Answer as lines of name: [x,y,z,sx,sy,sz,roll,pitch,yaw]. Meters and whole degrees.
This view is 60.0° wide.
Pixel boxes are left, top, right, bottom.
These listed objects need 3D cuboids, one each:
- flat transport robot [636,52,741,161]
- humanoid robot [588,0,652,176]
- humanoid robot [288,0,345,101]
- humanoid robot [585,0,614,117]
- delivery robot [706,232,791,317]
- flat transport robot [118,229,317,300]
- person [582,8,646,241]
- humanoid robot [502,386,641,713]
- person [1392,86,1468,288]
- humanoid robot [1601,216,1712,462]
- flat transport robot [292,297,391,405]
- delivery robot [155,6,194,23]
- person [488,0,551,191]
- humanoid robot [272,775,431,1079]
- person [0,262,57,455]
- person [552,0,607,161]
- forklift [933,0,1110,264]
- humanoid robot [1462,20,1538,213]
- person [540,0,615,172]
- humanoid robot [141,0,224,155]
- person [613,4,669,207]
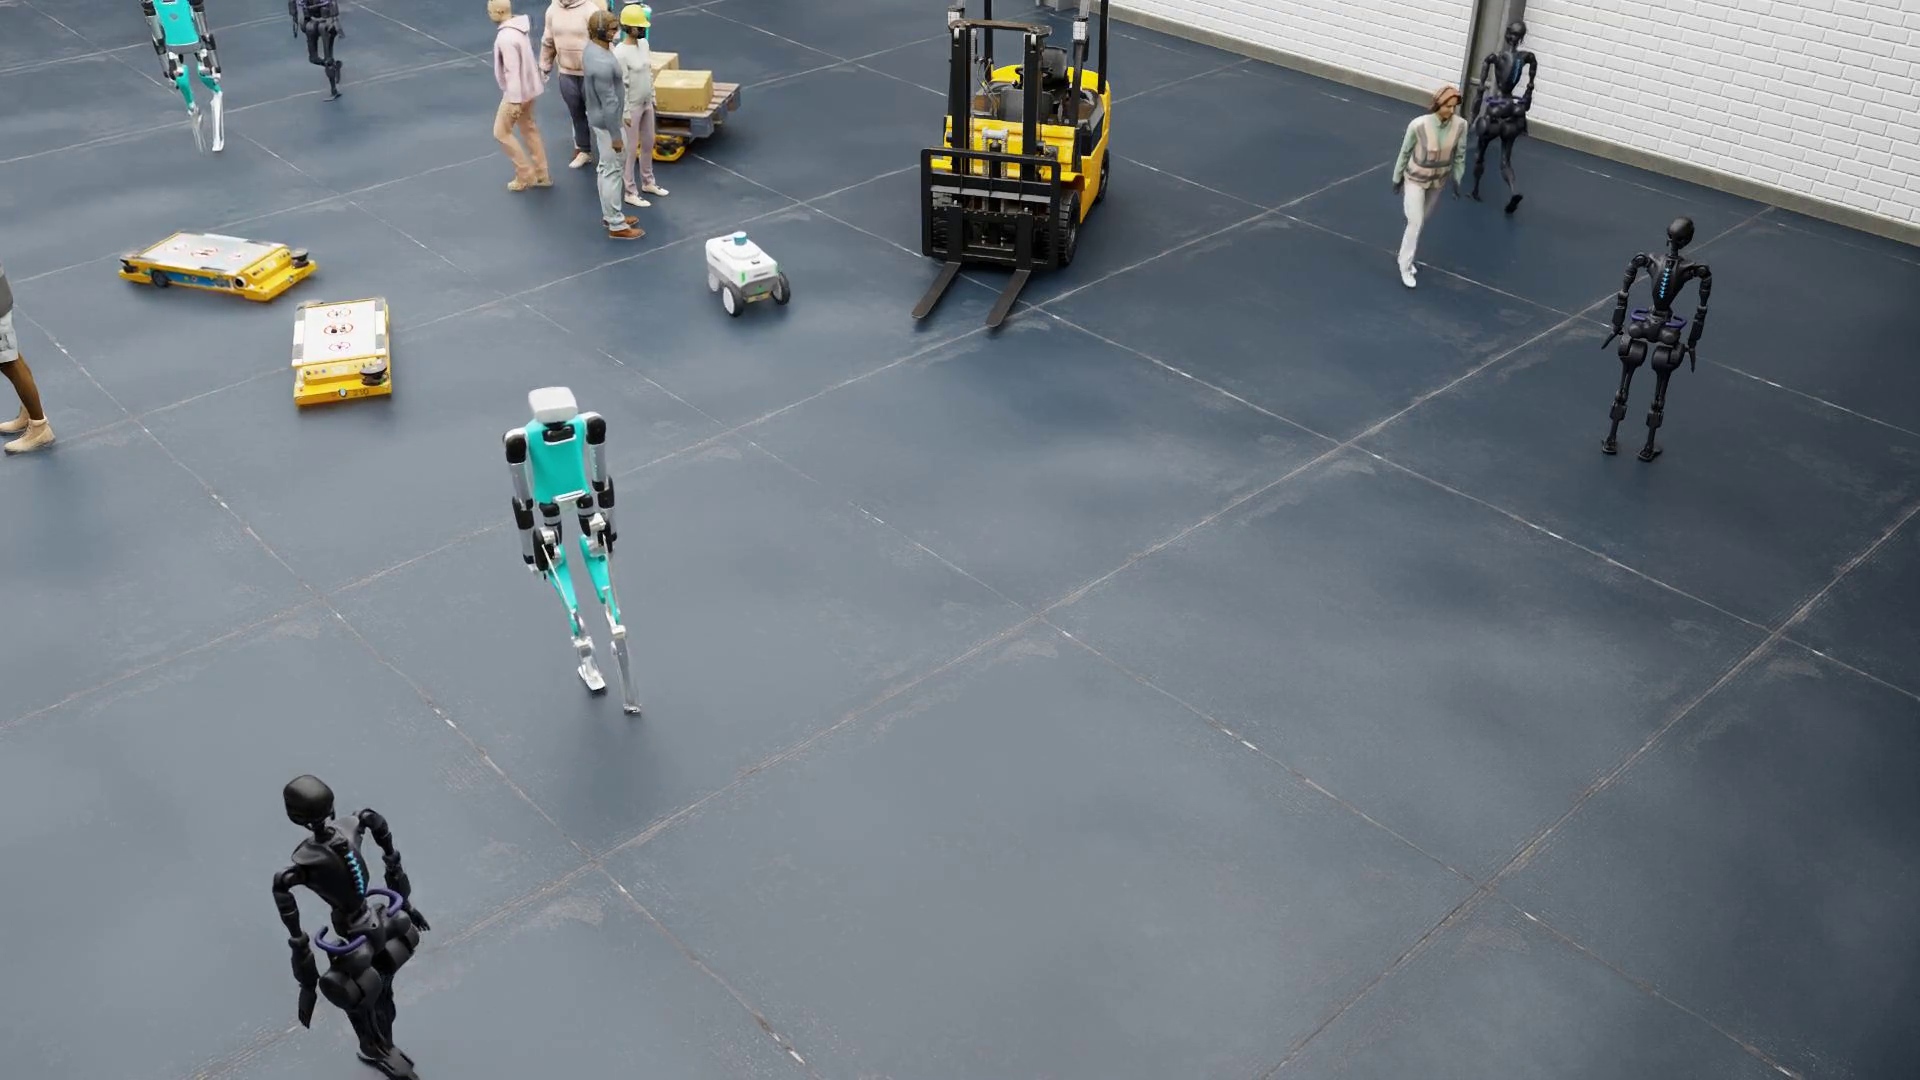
flat transport robot: [-2.884,-4.082,16.447,0.659,0.231,1.431,7,34,11]
humanoid robot: [-3.149,-4.102,15.194,0.799,1.844,0.539,-8,34,-12]
humanoid robot: [-6.609,-5.437,17.252,0.603,1.643,0.555,9,34,13]
humanoid robot: [-3.732,-5.022,16.532,0.752,1.749,0.536,-12,35,-18]
delivery robot: [-1.714,-2.129,13.200,0.499,0.612,0.796,-19,38,-26]
flat transport robot: [-6.095,-2.255,13.638,1.431,0.231,0.659,10,34,15]
person: [-2.949,-3.495,14.015,0.354,1.937,0.634,-10,34,-15]
humanoid robot: [-1.950,0.161,8.684,0.542,1.899,0.750,-18,37,-26]
person: [3.748,-2.827,13.284,0.521,1.607,0.658,-9,34,-13]
humanoid robot: [4.541,-1.327,10.908,0.599,1.657,0.315,17,37,25]
flat transport robot: [-4.597,-1.438,12.384,0.659,0.231,1.431,-9,34,-14]
delivery robot: [-9.327,-6.262,19.536,0.499,0.595,0.783,-10,34,-15]
person: [-4.010,-4.002,14.949,0.538,1.761,0.574,0,33,0]
humanoid robot: [-2.263,1.597,6.456,0.695,1.633,0.616,16,36,23]
person: [-6.414,-1.538,10.913,0.370,2.042,0.613,-18,37,-26]
person: [-3.531,-4.516,15.644,0.550,1.877,0.412,-1,33,-2]
forklift: [0.570,-3.725,14.138,1.214,2.155,2.313,9,34,13]
humanoid robot: [4.772,-3.707,14.605,0.608,1.633,0.672,-7,34,-11]
person: [-3.508,-4.360,15.421,0.803,1.857,0.436,9,34,14]
humanoid robot: [-7.248,-4.469,15.767,0.539,1.868,0.737,-7,34,-11]
person: [-2.836,-3.848,14.725,0.339,1.760,0.531,13,35,19]
